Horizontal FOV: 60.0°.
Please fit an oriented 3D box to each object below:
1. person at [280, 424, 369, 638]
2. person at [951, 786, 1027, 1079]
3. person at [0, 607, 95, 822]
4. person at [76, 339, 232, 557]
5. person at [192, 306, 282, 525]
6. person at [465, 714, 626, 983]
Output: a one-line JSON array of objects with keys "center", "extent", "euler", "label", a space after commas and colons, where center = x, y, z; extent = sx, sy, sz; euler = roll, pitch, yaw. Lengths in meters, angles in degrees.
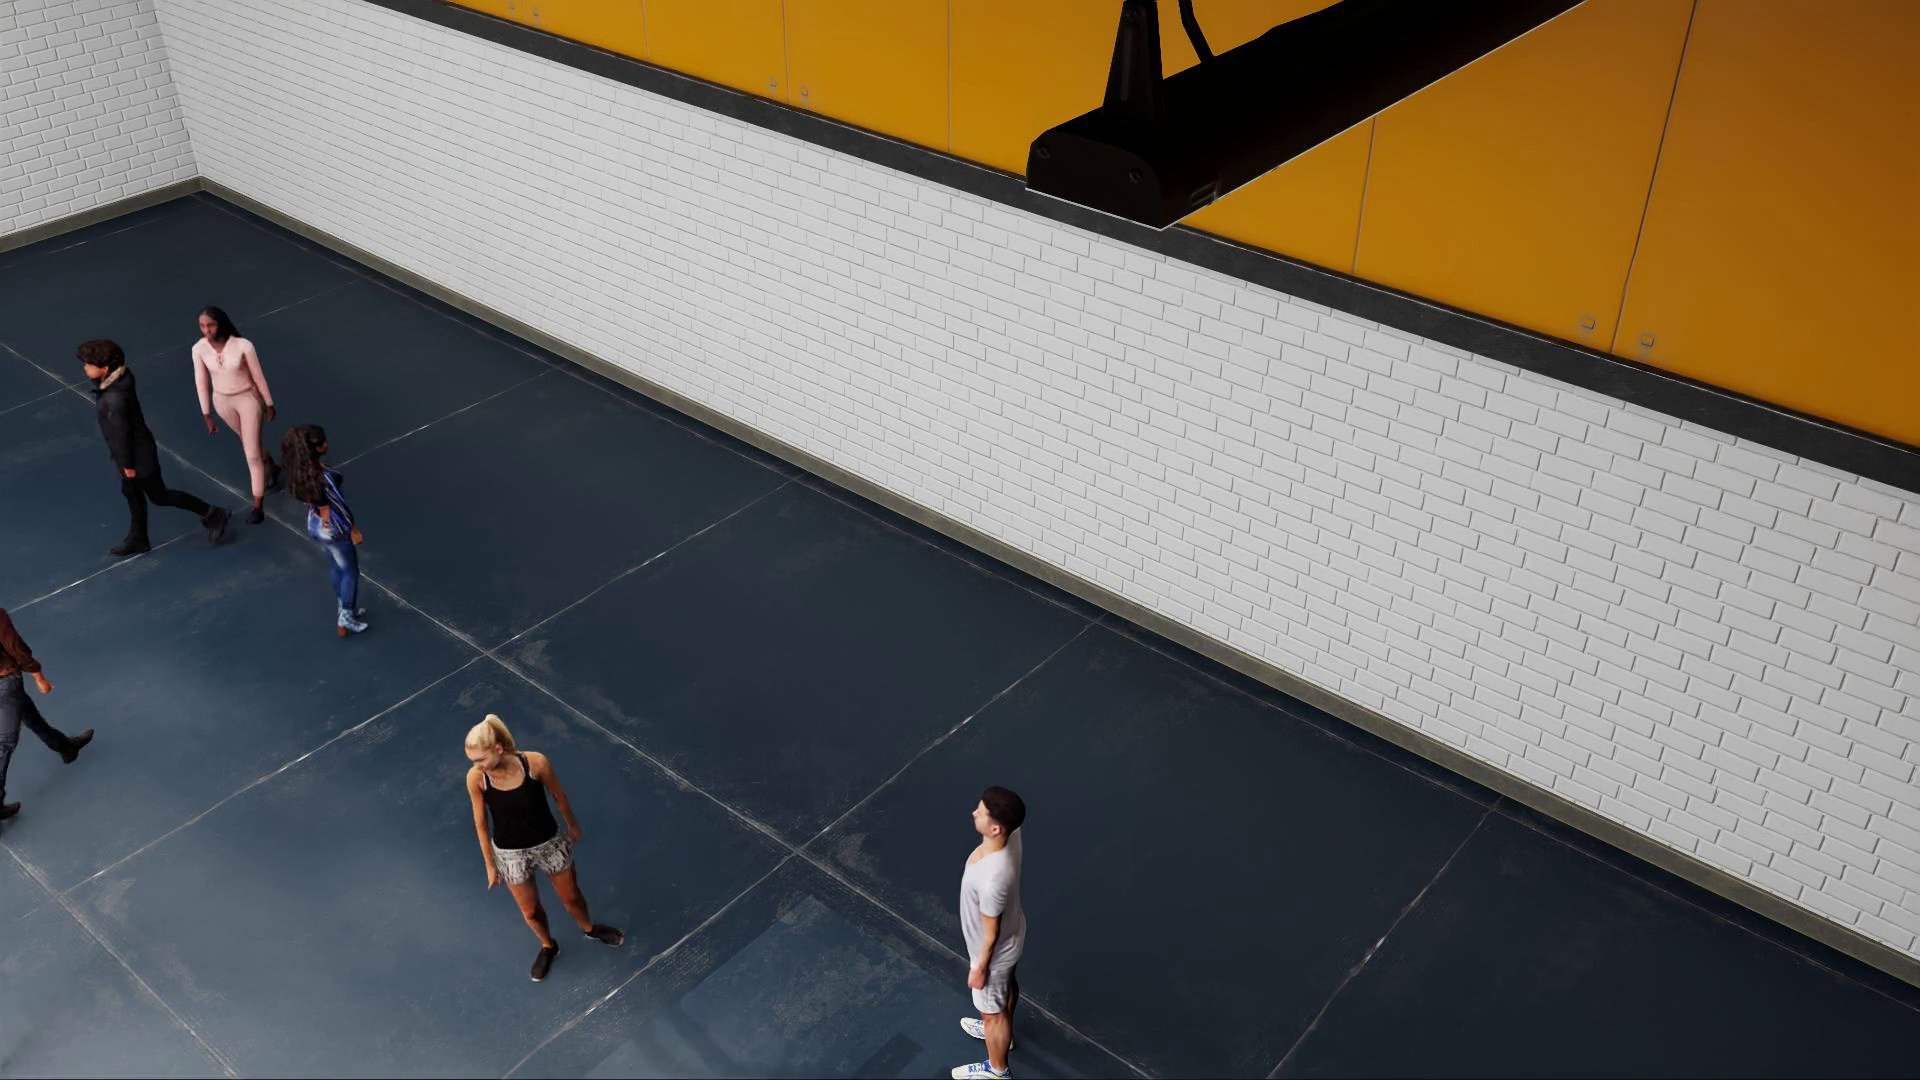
[{"center": [-4.272, -0.055, 11.277], "extent": [0.633, 1.617, 0.560], "euler": [27, 42, 34], "label": "person"}, {"center": [0.174, 1.918, 8.092], "extent": [0.826, 1.856, 0.705], "euler": [5, 34, 8], "label": "person"}, {"center": [-5.695, 0.894, 9.740], "extent": [0.970, 1.738, 1.258], "euler": [10, 35, 14], "label": "person"}, {"center": [-5.890, -0.660, 12.065], "extent": [1.210, 1.752, 0.942], "euler": [-16, 37, -22], "label": "person"}, {"center": [-5.472, -1.021, 12.688], "extent": [1.144, 1.663, 1.221], "euler": [-2, 34, -3], "label": "person"}, {"center": [-2.207, 1.554, 8.676], "extent": [0.807, 1.815, 0.948], "euler": [-18, 38, -25], "label": "person"}]
